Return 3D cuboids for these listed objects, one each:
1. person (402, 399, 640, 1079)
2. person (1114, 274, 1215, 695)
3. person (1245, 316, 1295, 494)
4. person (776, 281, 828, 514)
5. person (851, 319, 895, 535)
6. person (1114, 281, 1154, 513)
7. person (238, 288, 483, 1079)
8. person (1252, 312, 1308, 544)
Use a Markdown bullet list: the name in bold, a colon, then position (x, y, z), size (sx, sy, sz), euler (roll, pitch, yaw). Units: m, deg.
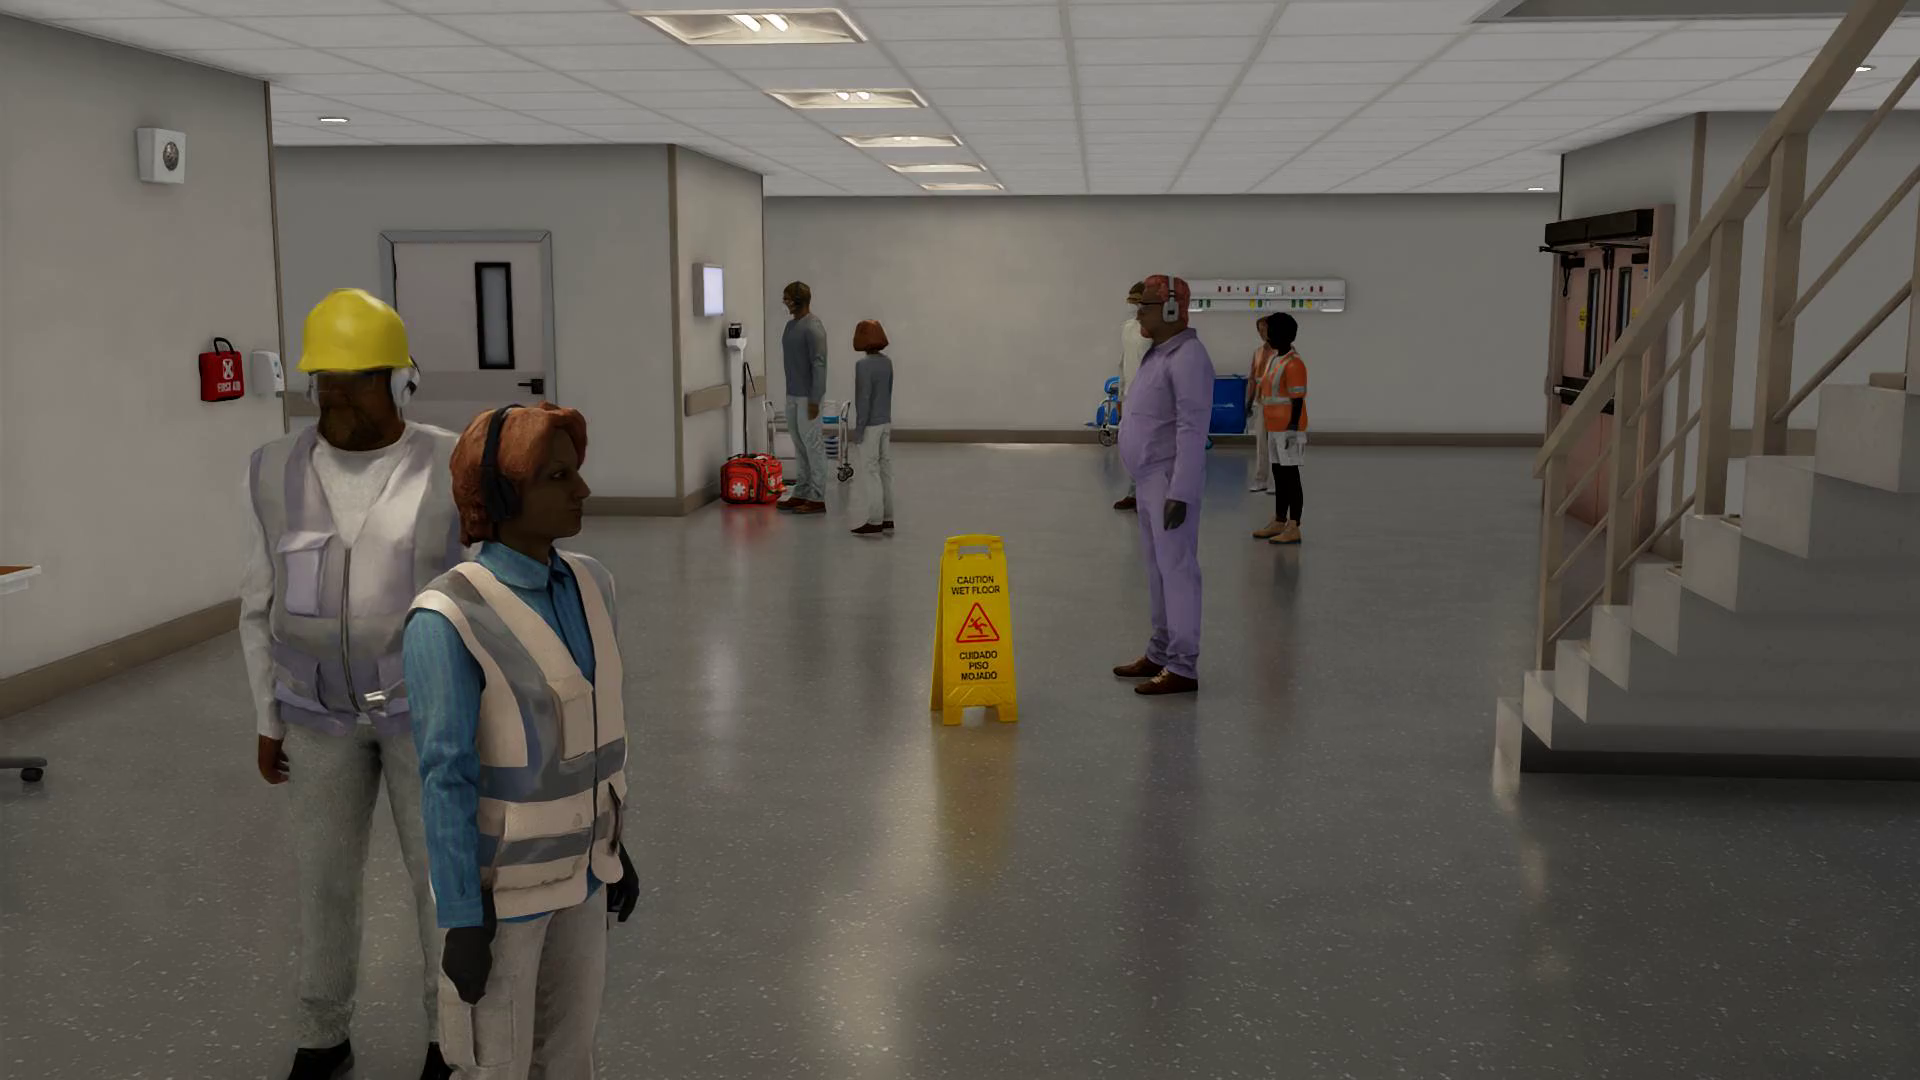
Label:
- **person**: position (-0.724, 0.587, 2.817), size (0.308, 1.645, 0.516), euler (3, 9, 18)
- **person**: position (0.923, -0.253, 7.630), size (0.405, 1.911, 0.636), euler (-1, 8, -7)
- **person**: position (2.871, -1.247, 15.325), size (0.369, 1.628, 0.522), euler (-5, 10, -30)
- **person**: position (-1.303, -1.182, 13.855), size (0.377, 1.937, 0.629), euler (-4, 9, -27)
- **person**: position (-0.667, -0.856, 12.658), size (0.264, 1.632, 0.508), euler (4, 9, 23)
- **person**: position (1.537, -1.189, 13.929), size (0.362, 1.932, 0.625), euler (-4, 9, -27)
- **person**: position (-1.307, 0.360, 3.730), size (0.595, 1.830, 0.403), euler (0, 8, -3)
- **person**: position (2.368, -0.815, 12.175), size (0.321, 1.694, 0.535), euler (-1, 8, -9)
